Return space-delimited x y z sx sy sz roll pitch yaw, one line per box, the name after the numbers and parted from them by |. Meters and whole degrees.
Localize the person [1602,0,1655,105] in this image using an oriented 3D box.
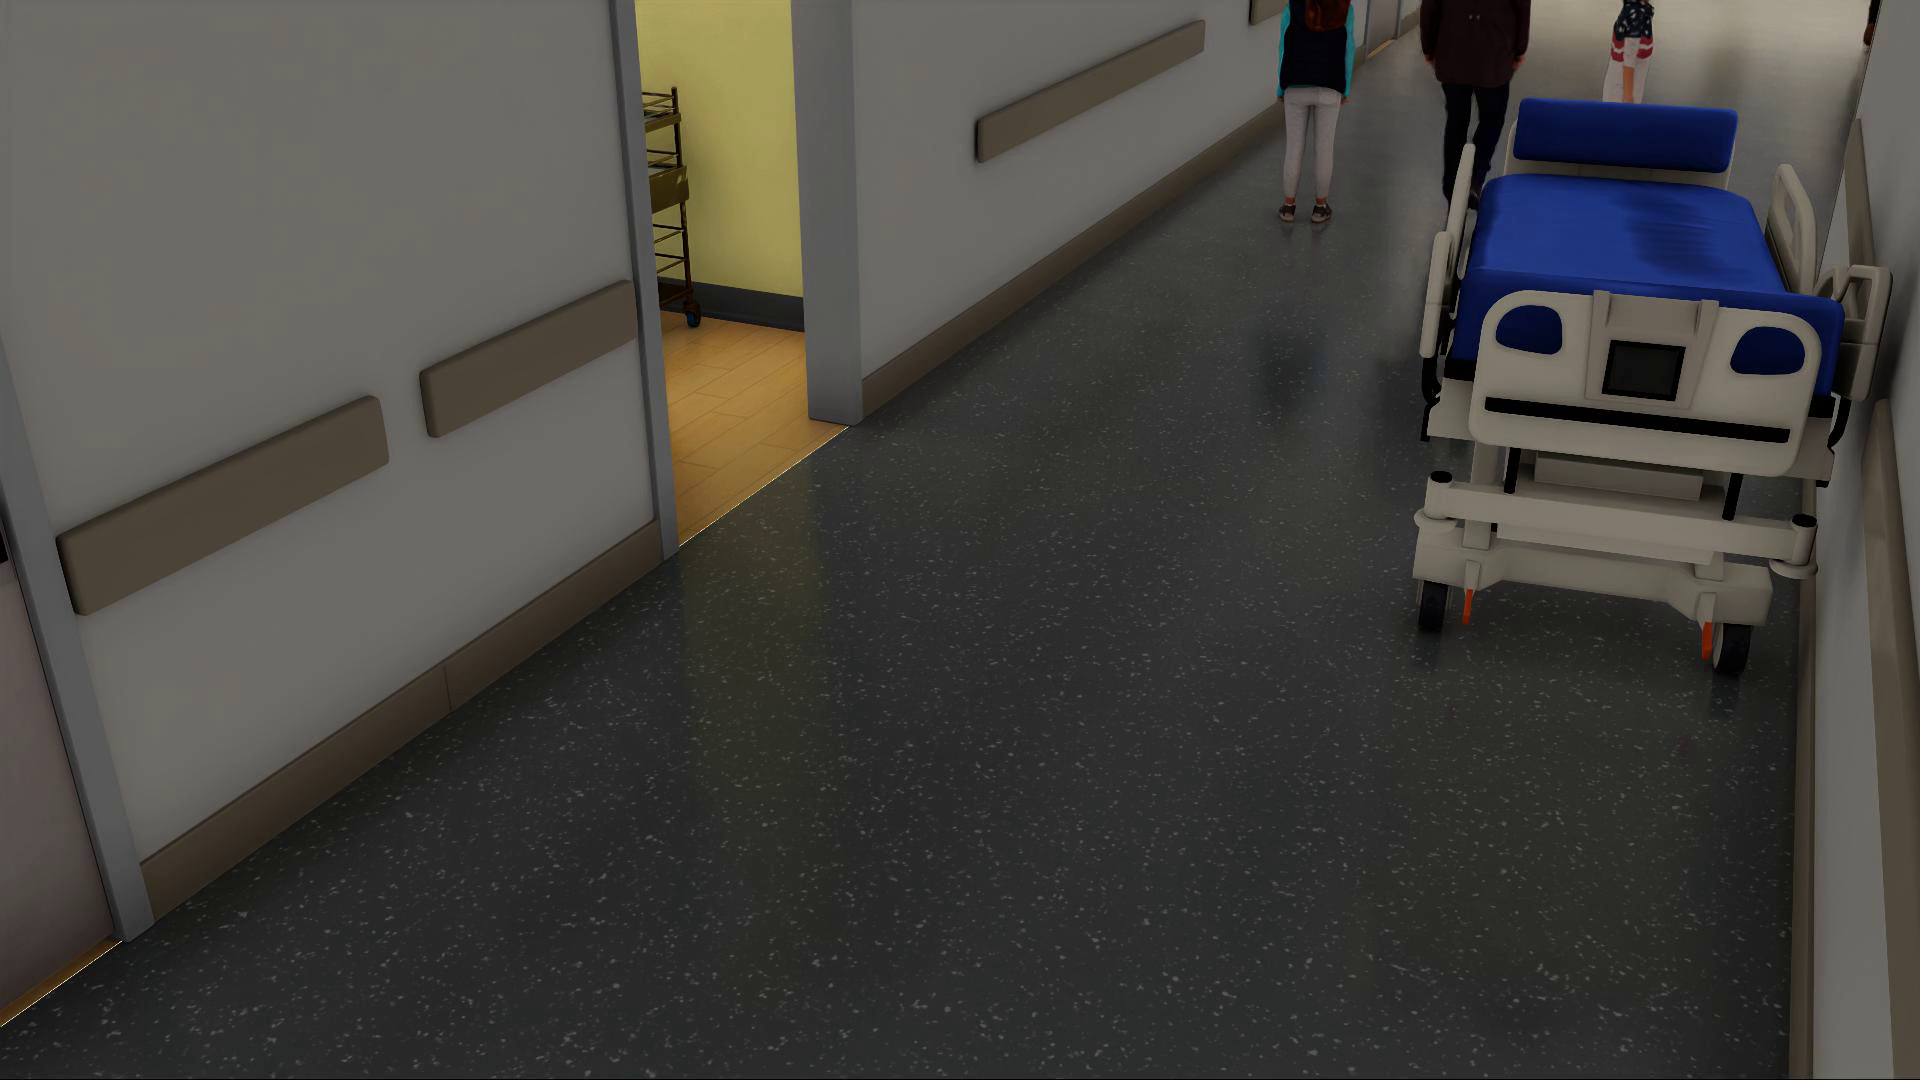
3.785 -2.609 9.488 0.518 1.438 0.547 6 26 12 | person

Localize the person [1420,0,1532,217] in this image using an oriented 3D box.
2.812 -2.669 9.171 0.638 1.822 0.830 13 29 25 | person

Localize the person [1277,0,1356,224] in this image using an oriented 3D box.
1.968 -2.531 9.256 0.566 1.501 0.673 7 27 13 | person
